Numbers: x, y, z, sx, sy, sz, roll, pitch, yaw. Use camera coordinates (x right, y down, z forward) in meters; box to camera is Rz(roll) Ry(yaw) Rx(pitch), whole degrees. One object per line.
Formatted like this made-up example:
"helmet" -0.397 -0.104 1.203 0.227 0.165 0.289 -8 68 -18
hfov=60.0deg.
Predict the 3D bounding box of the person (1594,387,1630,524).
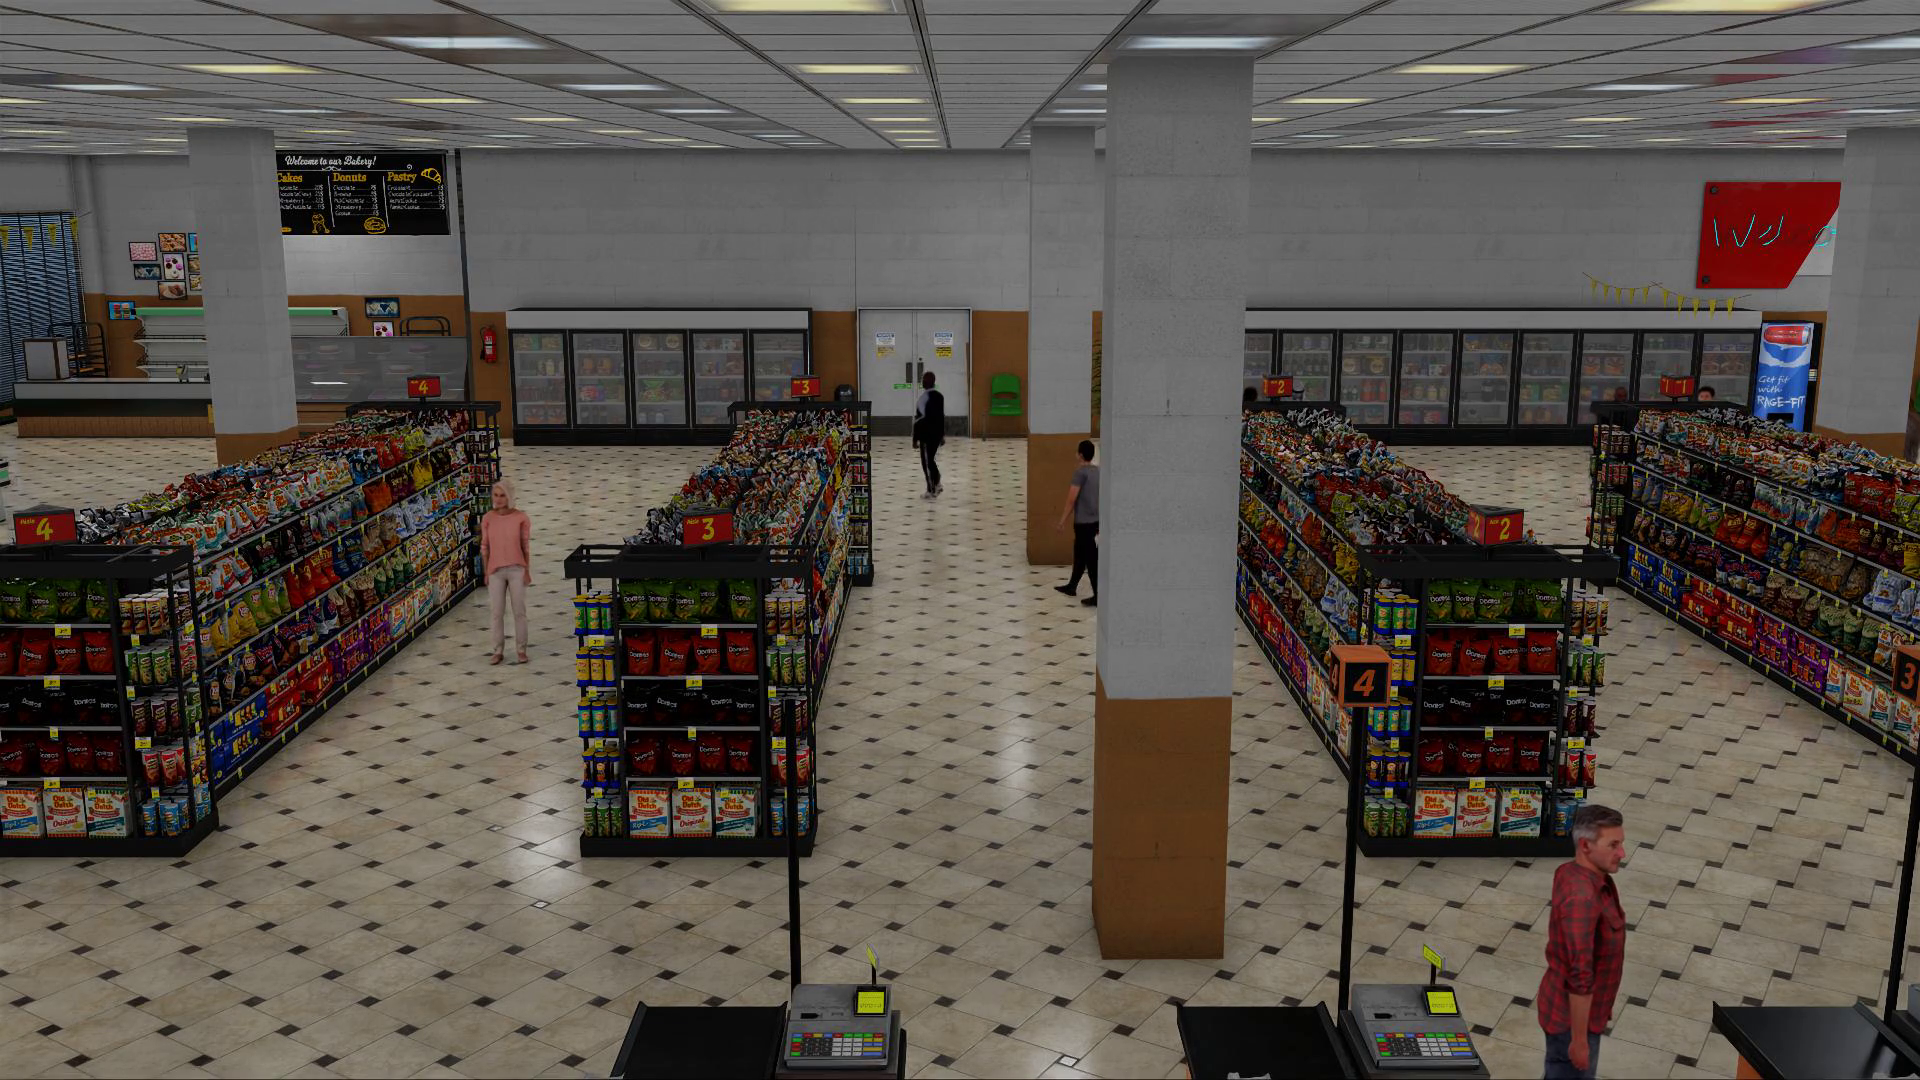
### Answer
"person" 8.604 -1.111 21.788 0.747 1.807 0.696 2 12 8

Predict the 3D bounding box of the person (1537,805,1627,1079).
"person" 2.589 1.986 7.022 0.808 1.829 0.624 4 13 19

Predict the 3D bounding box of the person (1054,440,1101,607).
"person" 1.410 -0.155 17.442 1.009 1.727 1.015 8 14 32

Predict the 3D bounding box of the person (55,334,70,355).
"person" -16.384 -2.891 30.403 0.672 1.740 0.503 -2 12 -10

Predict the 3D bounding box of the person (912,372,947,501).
"person" -0.355 -1.460 23.415 0.878 1.818 0.805 10 15 40

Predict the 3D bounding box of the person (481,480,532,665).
"person" -4.185 0.281 15.379 0.632 1.724 0.564 -2 12 -8
